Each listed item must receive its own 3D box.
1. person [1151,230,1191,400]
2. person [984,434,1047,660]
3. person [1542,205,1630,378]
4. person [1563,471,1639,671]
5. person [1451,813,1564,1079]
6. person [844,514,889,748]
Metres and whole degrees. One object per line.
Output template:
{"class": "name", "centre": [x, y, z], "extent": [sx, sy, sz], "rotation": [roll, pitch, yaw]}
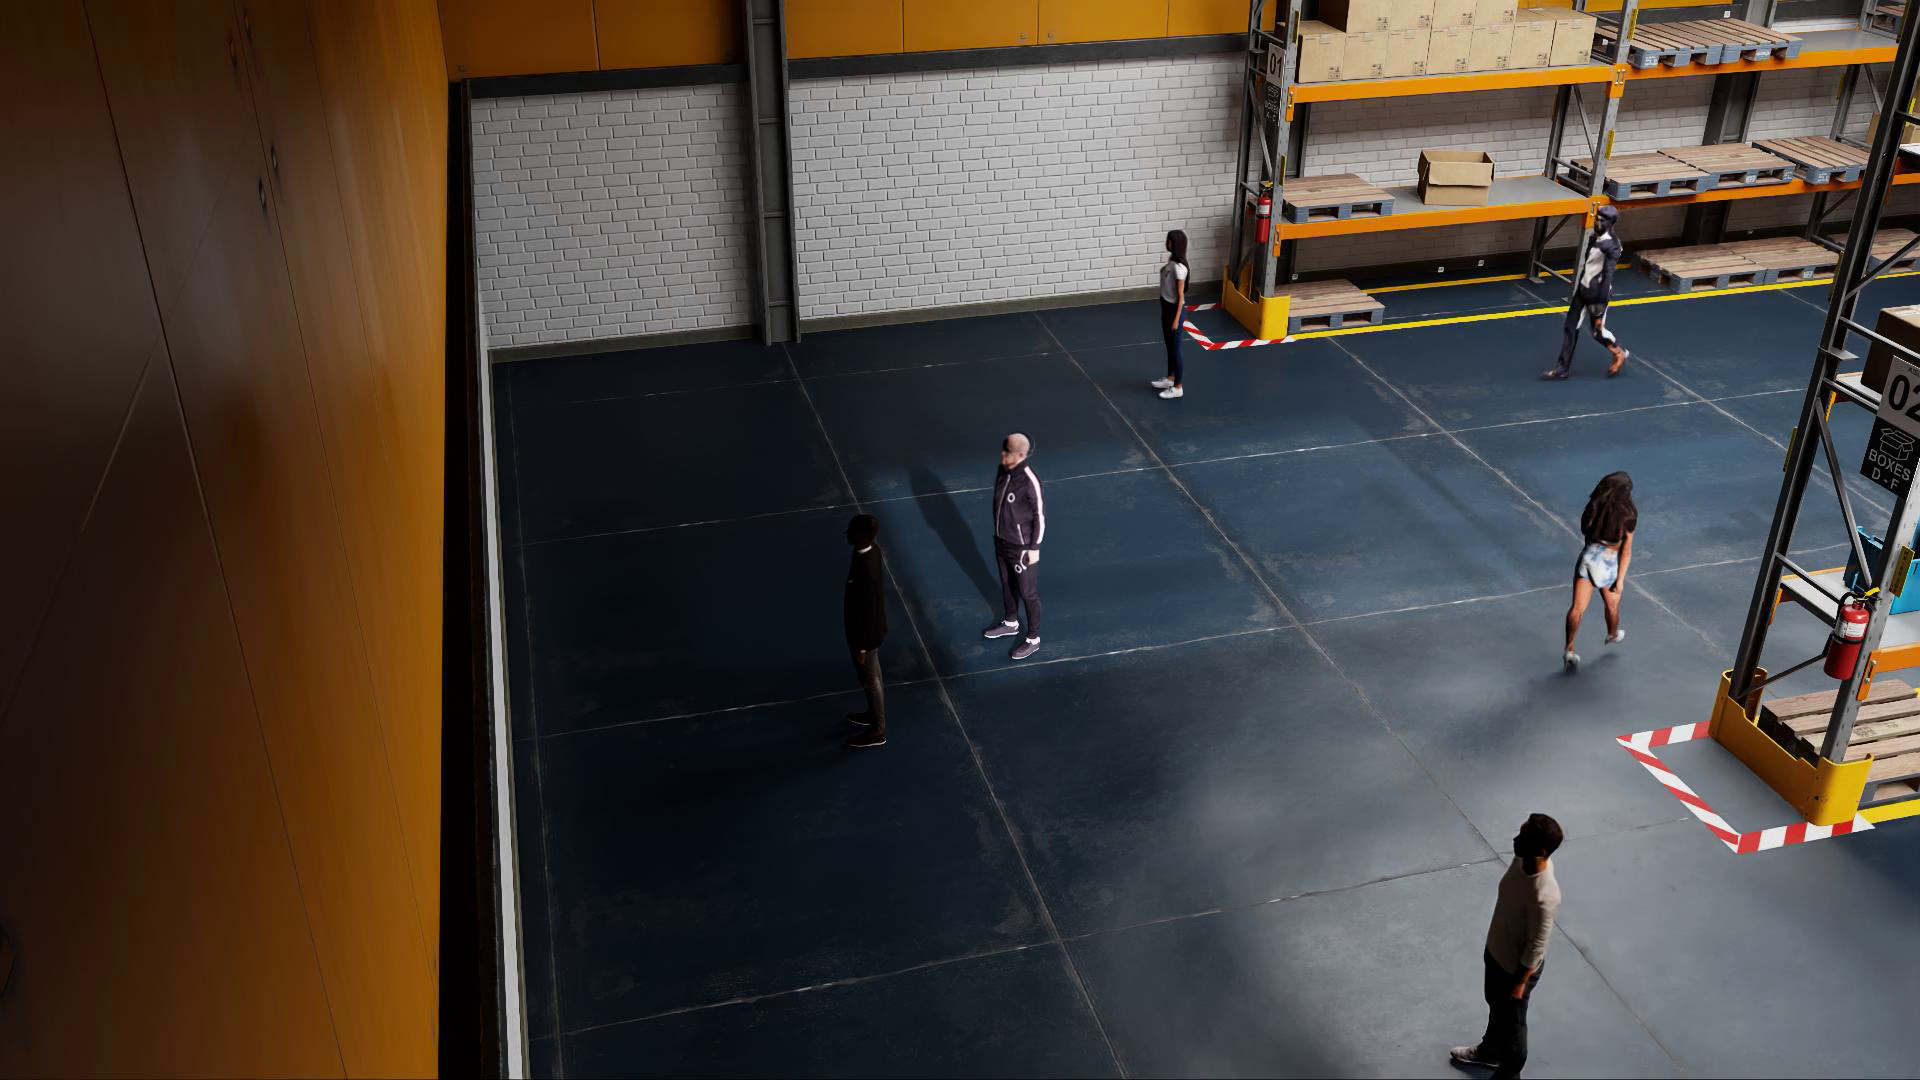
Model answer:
{"class": "person", "centre": [2.190, -2.317, 17.008], "extent": [0.555, 1.774, 0.617], "rotation": [-4, 29, -6]}
{"class": "person", "centre": [0.448, 0.022, 12.658], "extent": [0.685, 1.834, 0.748], "rotation": [-17, 33, -28]}
{"class": "person", "centre": [6.690, -2.552, 17.344], "extent": [1.158, 1.865, 0.711], "rotation": [-6, 29, -11]}
{"class": "person", "centre": [4.734, 0.269, 12.453], "extent": [1.008, 1.596, 0.818], "rotation": [-21, 35, -34]}
{"class": "person", "centre": [2.929, 2.173, 8.734], "extent": [0.669, 1.816, 0.718], "rotation": [2, 29, 3]}
{"class": "person", "centre": [-0.653, 0.618, 11.602], "extent": [0.649, 1.799, 0.712], "rotation": [0, 29, 0]}
